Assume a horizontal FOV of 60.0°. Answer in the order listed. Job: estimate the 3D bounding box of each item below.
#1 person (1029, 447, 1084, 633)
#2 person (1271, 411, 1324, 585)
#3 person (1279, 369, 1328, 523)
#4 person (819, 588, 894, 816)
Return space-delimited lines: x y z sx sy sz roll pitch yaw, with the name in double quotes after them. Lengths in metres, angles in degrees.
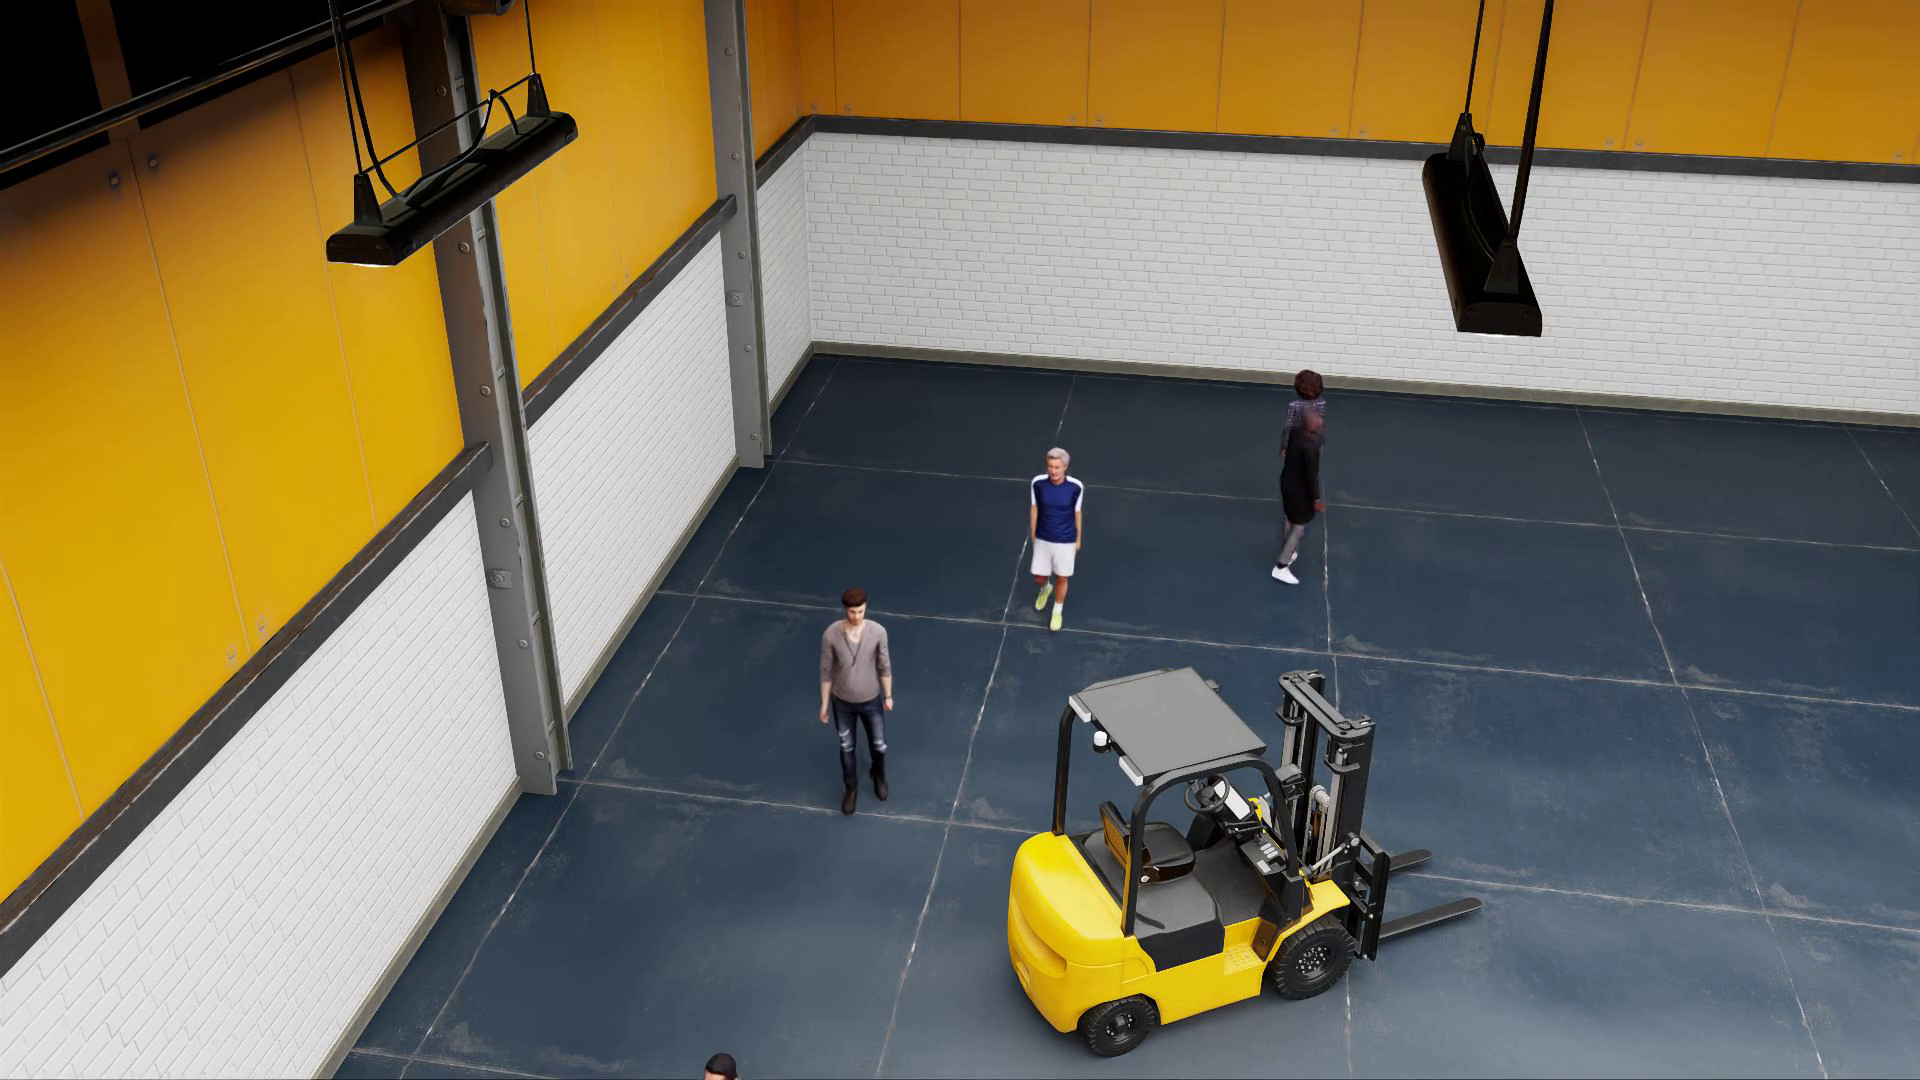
0.891 -0.059 15.159 0.625 1.826 0.706 5 29 8 "person"
3.243 -0.490 16.034 0.924 1.743 0.771 -13 31 -22 "person"
3.480 -0.933 16.889 0.684 1.702 0.661 -5 29 -8 "person"
-0.804 1.180 12.814 0.780 1.896 0.770 -1 29 -1 "person"
